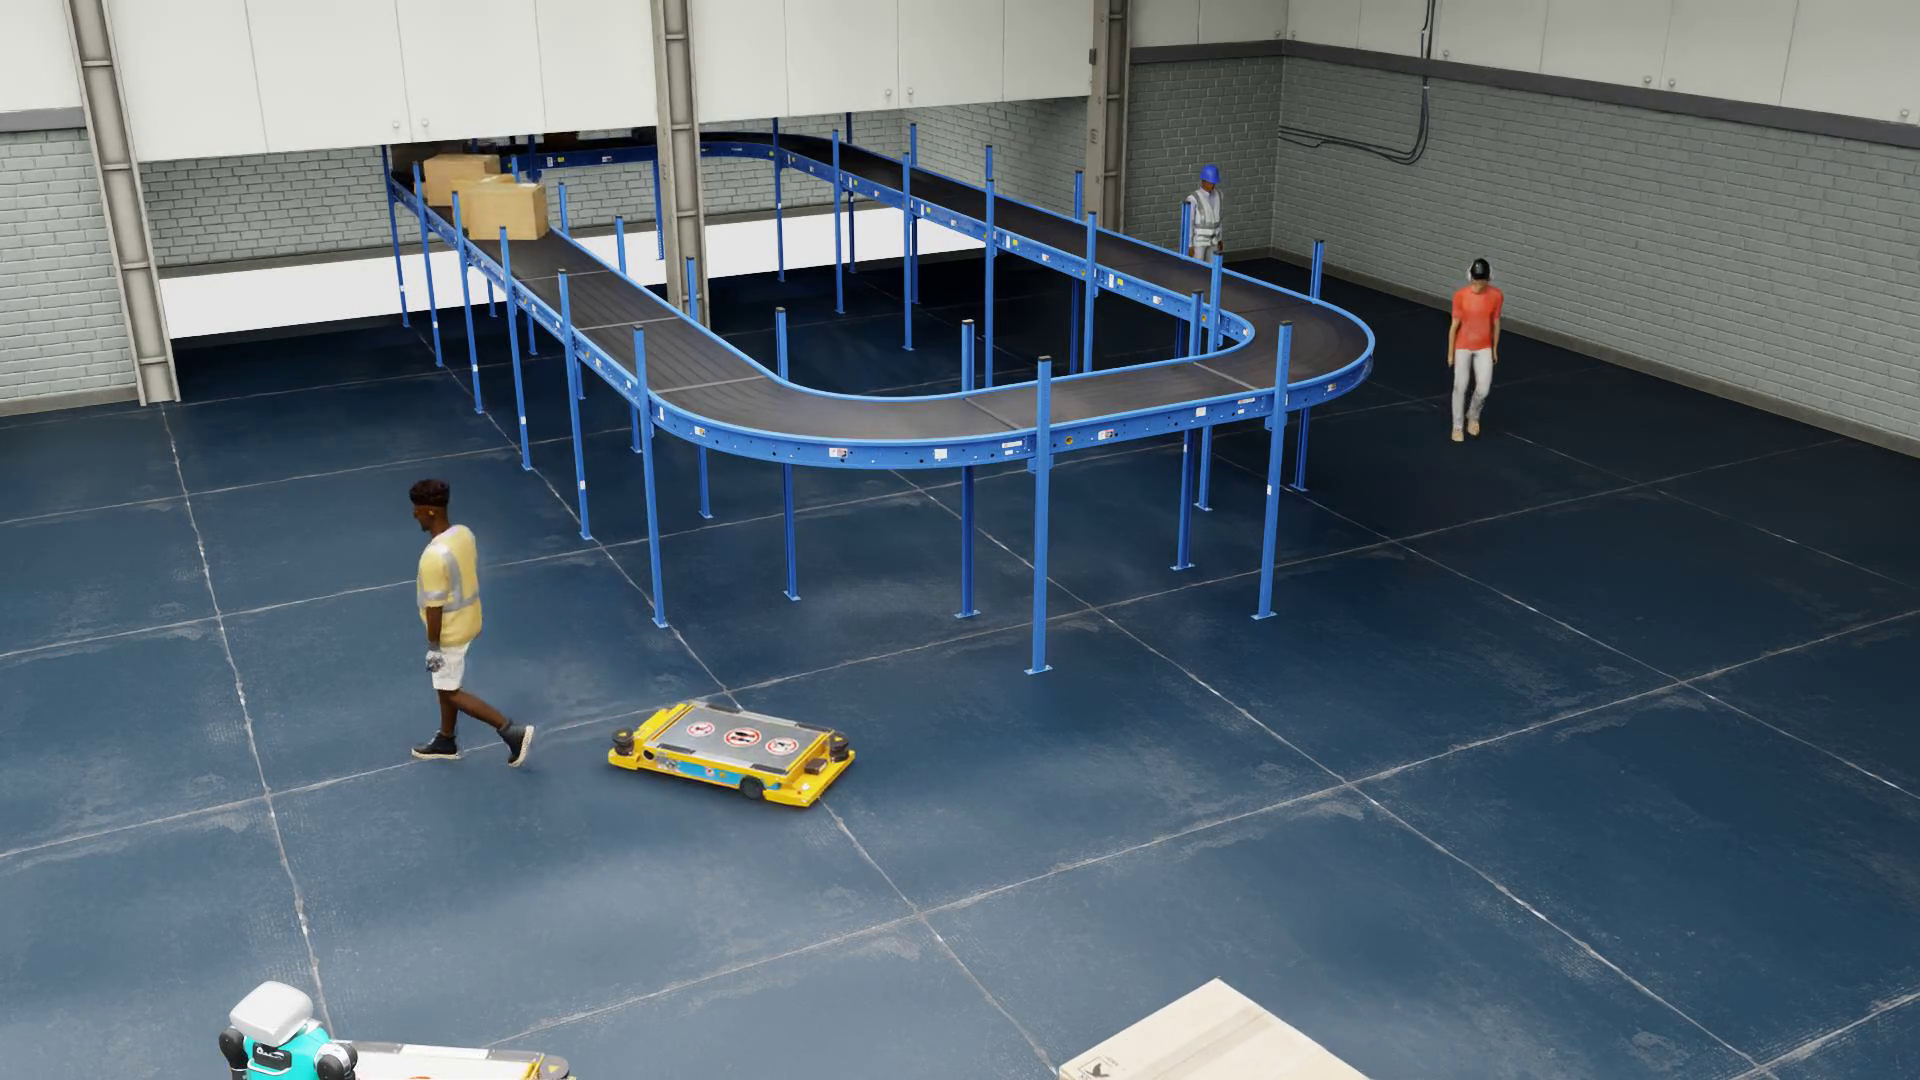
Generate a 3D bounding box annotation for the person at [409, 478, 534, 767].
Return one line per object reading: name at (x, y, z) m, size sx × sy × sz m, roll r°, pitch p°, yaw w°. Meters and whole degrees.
person at (-3.106, 0.541, 10.341) m, size 0.812 × 1.929 × 0.612 m, roll 1°, pitch 22°, yaw 3°

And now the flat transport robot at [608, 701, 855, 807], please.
flat transport robot at (-1.452, 1.338, 10.569) m, size 1.431 × 0.231 × 0.659 m, roll 9°, pitch 24°, yaw 21°

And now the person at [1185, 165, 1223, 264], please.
person at (3.081, -3.762, 20.964) m, size 0.617 × 1.932 × 0.416 m, roll -16°, pitch 27°, yaw -35°

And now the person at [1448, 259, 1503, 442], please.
person at (5.035, -1.847, 16.305) m, size 0.501 × 1.873 × 0.562 m, roll 4°, pitch 22°, yaw 9°

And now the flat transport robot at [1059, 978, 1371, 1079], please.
flat transport robot at (1.168, 2.830, 6.880) m, size 1.431 × 0.231 × 0.659 m, roll -17°, pitch 27°, yaw -36°

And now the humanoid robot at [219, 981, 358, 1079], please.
humanoid robot at (-2.412, 2.413, 5.781) m, size 0.531 × 1.673 × 0.739 m, roll 8°, pitch 23°, yaw 19°

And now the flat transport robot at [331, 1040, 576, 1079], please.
flat transport robot at (-2.527, 2.579, 7.499) m, size 1.431 × 0.231 × 0.659 m, roll 2°, pitch 22°, yaw 5°
